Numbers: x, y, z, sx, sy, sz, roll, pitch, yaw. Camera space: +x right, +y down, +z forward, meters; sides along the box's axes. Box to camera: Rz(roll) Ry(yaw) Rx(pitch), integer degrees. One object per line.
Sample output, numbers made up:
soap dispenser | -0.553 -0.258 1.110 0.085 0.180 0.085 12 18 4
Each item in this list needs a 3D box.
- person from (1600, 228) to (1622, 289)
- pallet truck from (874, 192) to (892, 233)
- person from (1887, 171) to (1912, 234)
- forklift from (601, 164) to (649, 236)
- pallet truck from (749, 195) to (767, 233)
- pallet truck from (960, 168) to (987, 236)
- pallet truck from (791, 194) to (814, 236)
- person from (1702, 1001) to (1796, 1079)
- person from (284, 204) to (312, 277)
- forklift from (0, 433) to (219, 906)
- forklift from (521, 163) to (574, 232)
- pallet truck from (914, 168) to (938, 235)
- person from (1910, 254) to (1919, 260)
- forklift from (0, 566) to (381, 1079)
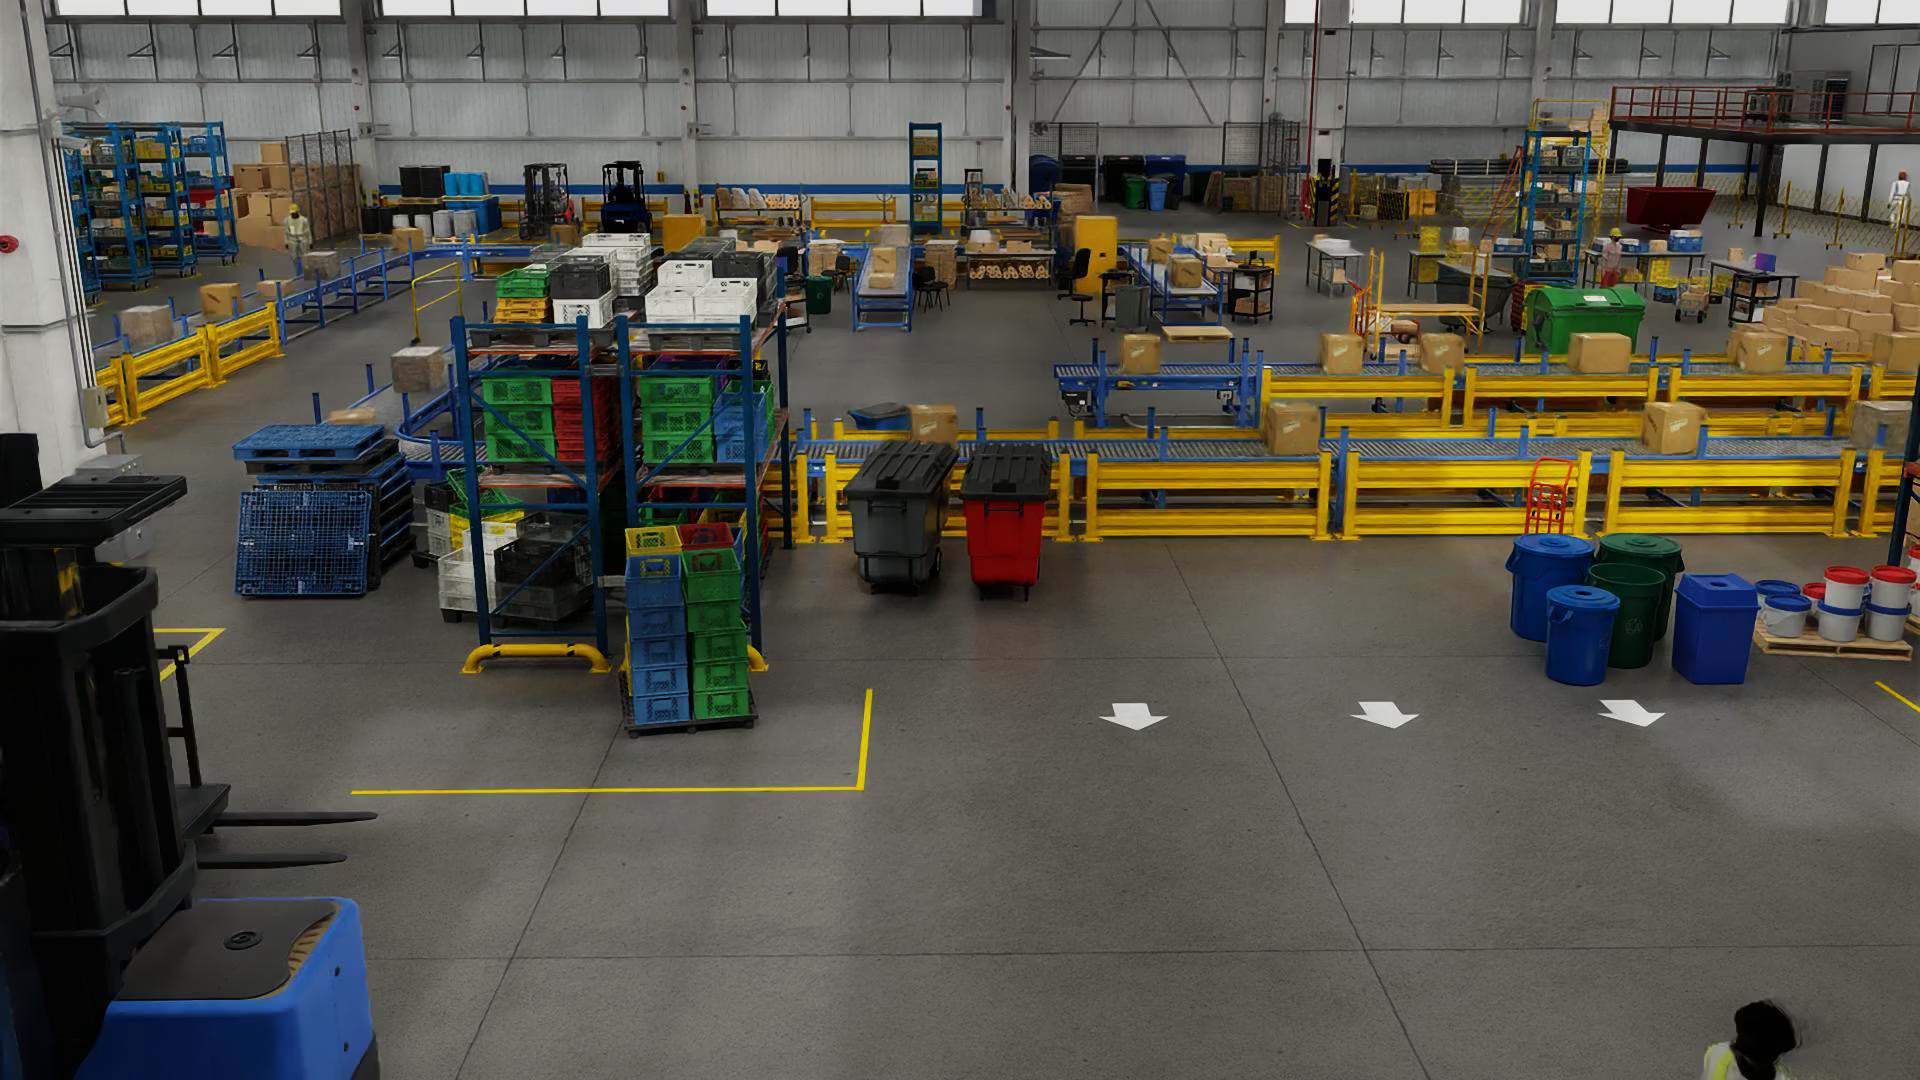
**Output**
person | 13.456 -5.558 34.380 0.524 1.769 0.308 -8 18 -27
pallet truck | -2.277 -9.986 50.594 0.653 1.274 1.630 0 16 -1
person | 28.427 -10.212 50.379 0.628 1.855 0.707 3 16 11
forklift | -9.948 -10.127 49.296 1.157 1.987 2.680 -1 16 -3
pallet truck | -6.051 -9.967 50.660 0.680 1.201 1.601 0 16 -1
pallet truck | 0.383 -10.230 50.206 0.823 1.965 1.885 -1 16 -3
pallet truck | -4.814 -9.883 50.259 0.704 1.261 1.522 -1 16 -3
person | 2.997 2.524 6.429 0.438 1.678 0.535 -7 17 -23
person | -15.809 -7.125 39.740 0.629 1.811 0.434 -4 17 -13
forklift | -5.952 0.780 10.366 1.873 2.768 1.129 0 16 -1
forklift | -12.233 -10.122 49.298 1.157 1.987 2.680 0 16 -1
pallet truck | -0.989 -10.316 50.507 0.823 1.965 1.885 1 16 3
person | 16.725 -4.123 29.296 0.938 1.811 0.681 7 18 24
forklift | -3.863 1.568 7.627 1.873 2.768 1.129 0 16 -1
